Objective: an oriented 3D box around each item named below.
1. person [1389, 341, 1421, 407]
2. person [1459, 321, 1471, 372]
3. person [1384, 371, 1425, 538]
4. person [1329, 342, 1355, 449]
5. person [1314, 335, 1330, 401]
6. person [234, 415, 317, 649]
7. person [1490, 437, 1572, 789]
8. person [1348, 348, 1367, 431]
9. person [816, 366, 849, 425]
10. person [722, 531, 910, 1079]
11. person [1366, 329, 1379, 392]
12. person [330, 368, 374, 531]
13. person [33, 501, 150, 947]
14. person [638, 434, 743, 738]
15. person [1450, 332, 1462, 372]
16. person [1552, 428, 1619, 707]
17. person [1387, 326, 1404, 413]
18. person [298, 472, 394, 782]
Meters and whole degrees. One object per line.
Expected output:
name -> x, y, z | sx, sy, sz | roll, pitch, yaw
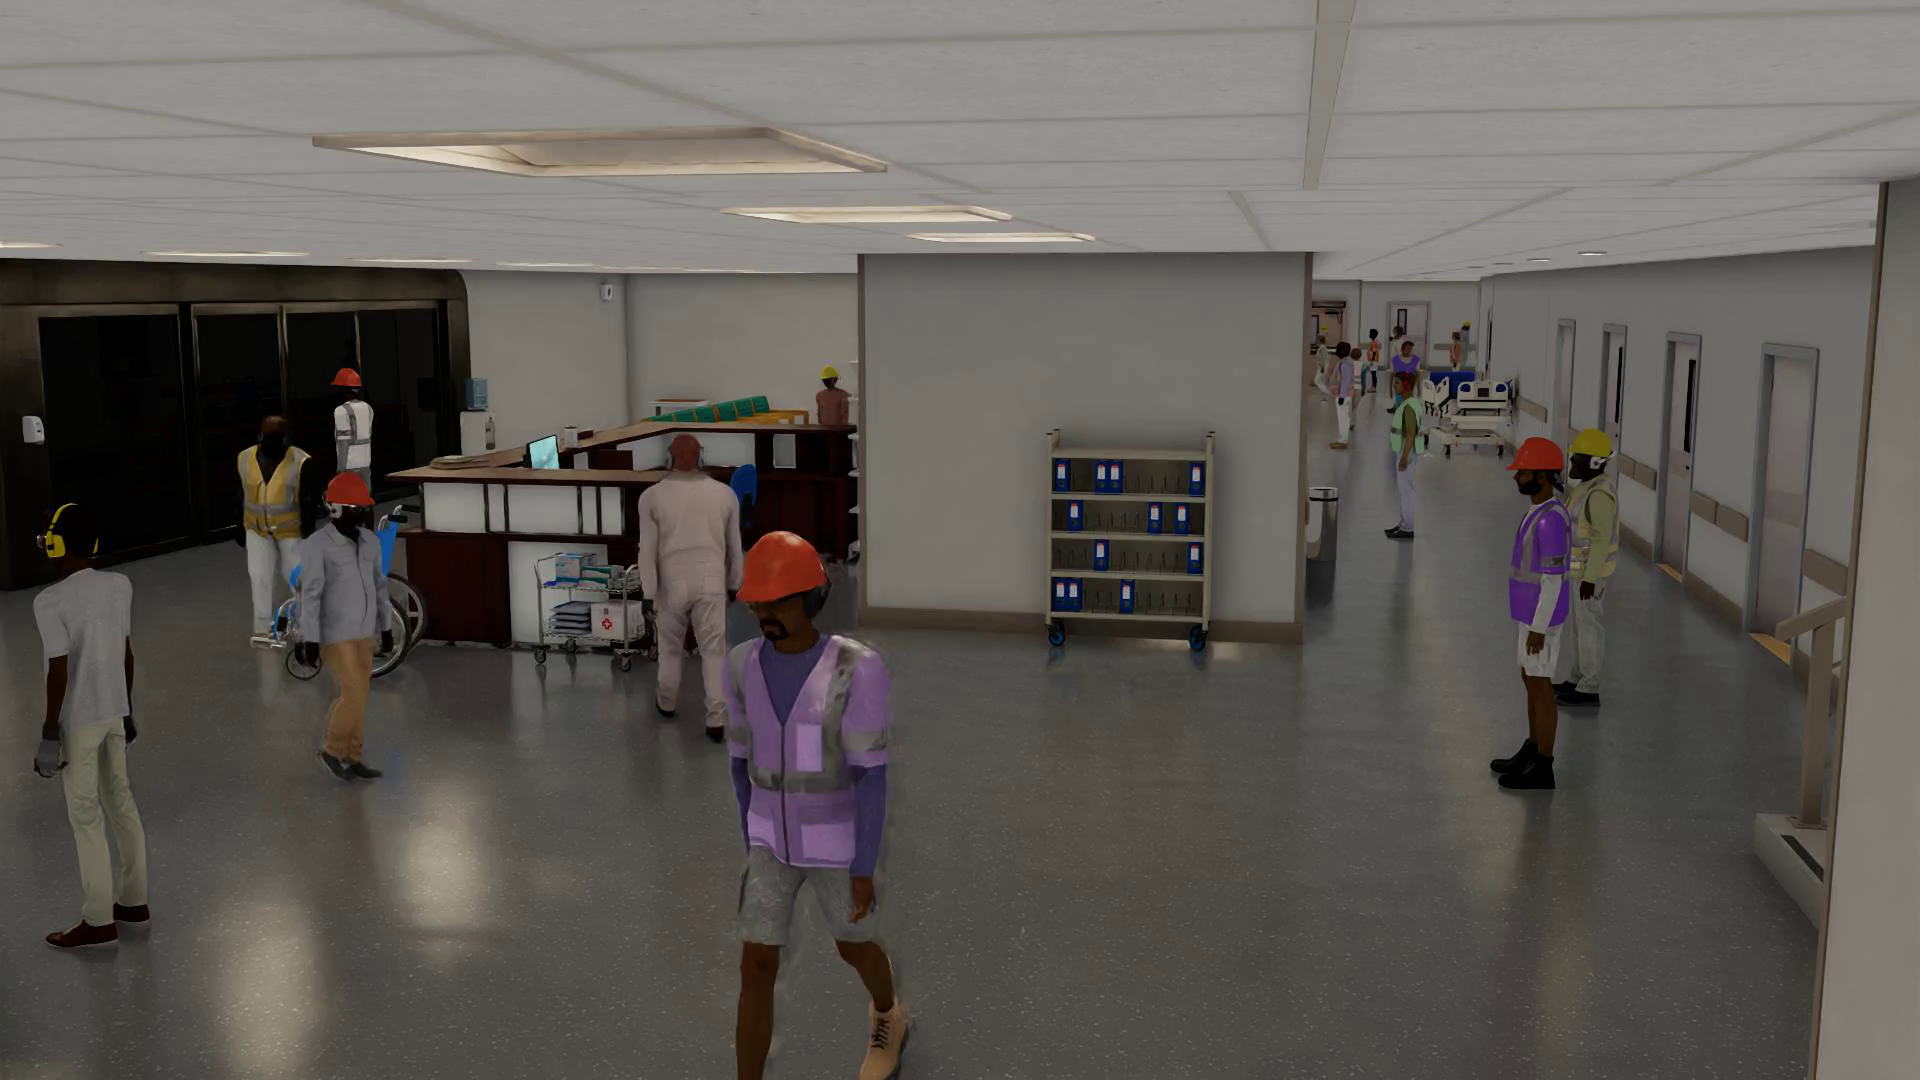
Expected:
person -> 8.376, -2.871, 31.394 | 0.554, 1.794, 0.939 | -1, 9, -5
person -> 16.097, -6.094, 52.922 | 0.365, 1.728, 0.518 | -1, 9, -9
person -> 4.937, -0.945, 18.401 | 0.387, 1.846, 0.566 | 2, 9, 11
person -> 6.590, -2.498, 28.714 | 0.429, 1.846, 0.626 | 2, 9, 11
person -> 8.863, -4.215, 40.813 | 0.366, 1.631, 0.516 | 2, 9, 14
person -> -5.336, -0.097, 13.003 | 0.667, 1.795, 0.908 | -1, 9, -5
person -> 3.154, 0.402, 9.154 | 0.359, 1.938, 0.547 | 2, 9, 11
person -> 7.642, -2.912, 32.217 | 0.568, 1.607, 0.569 | -1, 9, -9
person -> -1.700, -1.485, 22.381 | 0.523, 1.726, 0.898 | 3, 9, 19
person -> -0.473, 0.943, 5.408 | 0.624, 2.000, 1.046 | 3, 9, 22
person -> 10.997, -4.773, 44.290 | 0.318, 1.696, 0.537 | 2, 9, 11
person -> -6.235, -0.790, 17.057 | 0.351, 1.942, 0.547 | 2, 9, 11
person -> -3.659, 0.769, 6.960 | 0.326, 1.866, 0.520 | 2, 9, 11
person -> -1.674, 0.266, 10.351 | 0.673, 1.851, 1.014 | -3, 9, -21
person -> 13.004, -4.646, 43.636 | 0.308, 1.641, 0.517 | 2, 9, 11
person -> 4.113, 0.179, 10.969 | 0.404, 1.837, 0.593 | 2, 9, 11
person -> 9.736, -3.793, 37.006 | 0.358, 1.938, 0.635 | 2, 9, 11
person -> -3.361, 0.491, 9.201 | 0.373, 1.736, 0.592 | 3, 9, 19
